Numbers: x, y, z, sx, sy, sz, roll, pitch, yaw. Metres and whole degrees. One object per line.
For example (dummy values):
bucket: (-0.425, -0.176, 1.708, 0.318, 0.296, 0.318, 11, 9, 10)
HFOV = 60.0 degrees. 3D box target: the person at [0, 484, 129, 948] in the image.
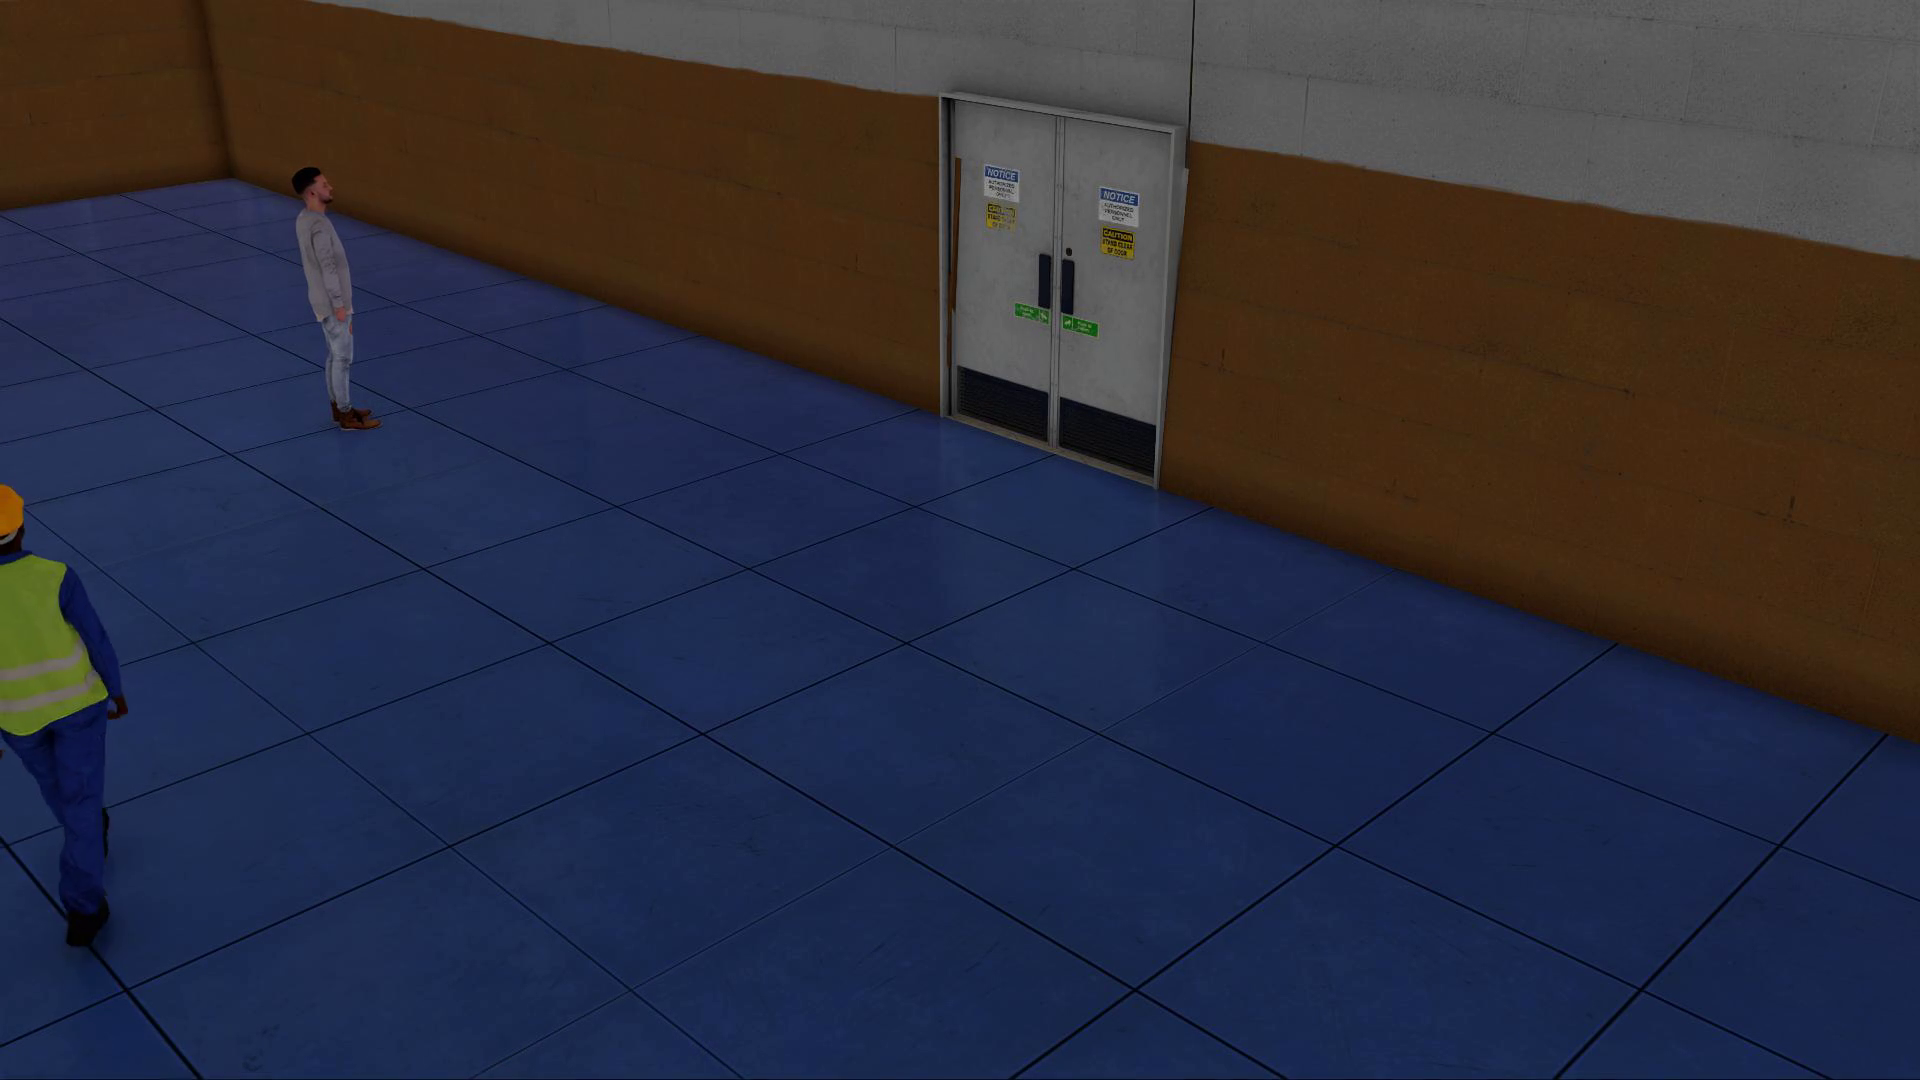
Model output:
person: (-3.442, 0.684, 6.257, 1.209, 1.769, 1.101, -7, 25, -16)

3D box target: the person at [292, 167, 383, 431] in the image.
person: (-4.374, -1.679, 11.570, 0.653, 1.840, 0.738, -13, 27, -28)
